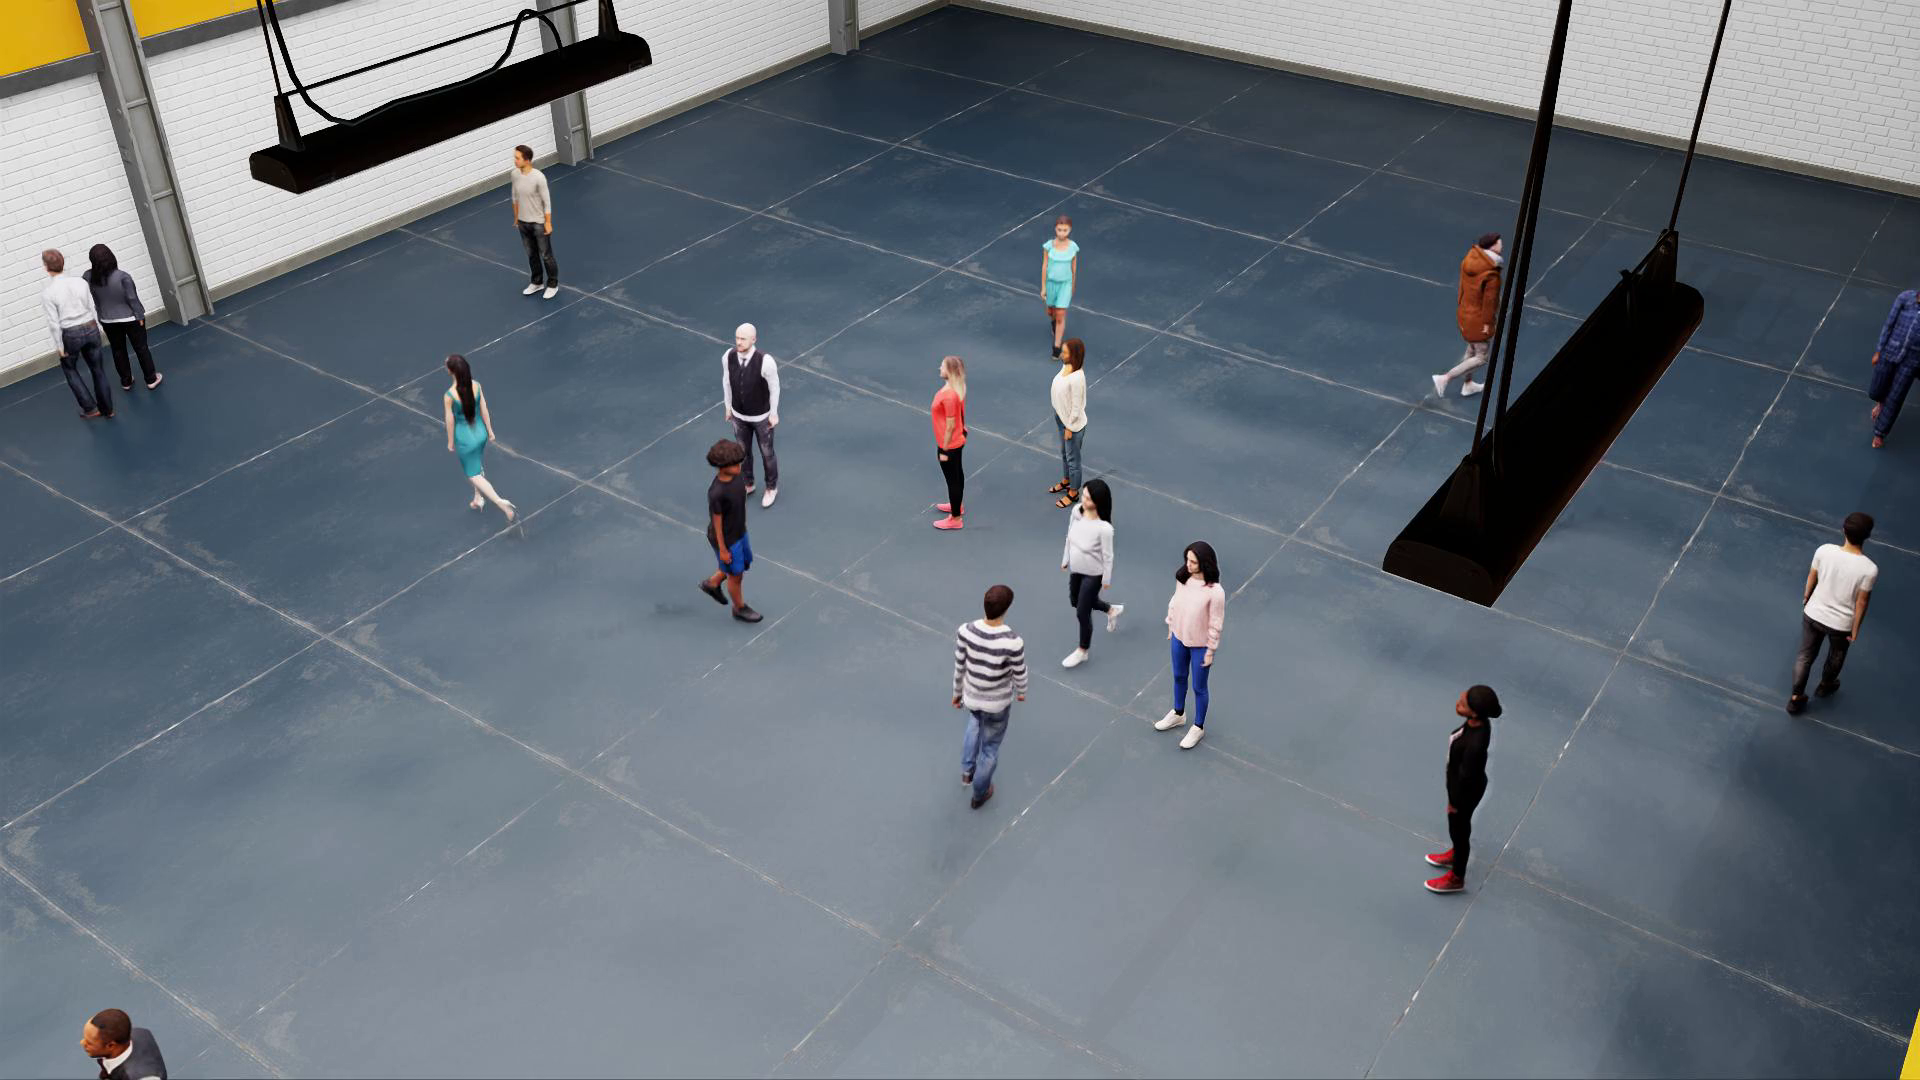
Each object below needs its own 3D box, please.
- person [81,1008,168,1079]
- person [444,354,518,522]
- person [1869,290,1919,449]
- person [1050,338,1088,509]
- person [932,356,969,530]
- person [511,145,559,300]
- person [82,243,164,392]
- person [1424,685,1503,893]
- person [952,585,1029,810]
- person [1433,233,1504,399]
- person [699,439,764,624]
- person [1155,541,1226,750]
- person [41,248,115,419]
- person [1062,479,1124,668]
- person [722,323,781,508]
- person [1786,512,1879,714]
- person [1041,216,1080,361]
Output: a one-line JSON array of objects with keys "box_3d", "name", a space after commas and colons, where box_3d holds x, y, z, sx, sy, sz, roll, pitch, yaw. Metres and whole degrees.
[{"box_3d": [-4.182, 3.112, 8.698, 0.746, 1.918, 0.775, -18, 37, -25], "name": "person"}, {"box_3d": [-4.334, -0.859, 14.909, 0.626, 1.657, 0.881, 25, 41, 32], "name": "person"}, {"box_3d": [9.191, -1.795, 16.185, 0.682, 1.802, 0.821, 23, 40, 30], "name": "person"}, {"box_3d": [1.016, -1.100, 15.250, 0.743, 1.681, 0.689, -6, 34, -9], "name": "person"}, {"box_3d": [-0.068, -0.890, 14.921, 0.731, 1.694, 0.617, 4, 34, 6], "name": "person"}, {"box_3d": [-4.851, -3.658, 18.981, 0.684, 1.810, 0.604, 15, 36, 21], "name": "person"}, {"box_3d": [-8.647, -2.298, 17.130, 0.790, 1.594, 0.834, -1, 34, -1], "name": "person"}, {"box_3d": [3.386, 1.643, 11.131, 0.710, 1.672, 0.568, 9, 35, 13], "name": "person"}, {"box_3d": [0.154, 1.169, 11.701, 0.705, 1.830, 0.712, 13, 36, 19], "name": "person"}, {"box_3d": [5.168, -2.229, 16.820, 1.108, 1.822, 1.017, -10, 35, -14], "name": "person"}, {"box_3d": [-1.971, -0.060, 13.603, 0.783, 1.772, 0.820, 12, 36, 18], "name": "person"}, {"box_3d": [1.740, 0.758, 12.375, 0.651, 1.768, 0.711, -23, 40, -31], "name": "person"}, {"box_3d": [-8.710, -2.011, 16.506, 0.752, 1.807, 0.571, 27, 42, 35], "name": "person"}, {"box_3d": [1.092, 0.220, 13.261, 0.995, 1.684, 0.809, -21, 39, -28], "name": "person"}, {"box_3d": [-1.892, -1.153, 15.201, 0.751, 1.822, 0.682, 11, 35, 16], "name": "person"}, {"box_3d": [6.600, 0.595, 12.682, 0.916, 1.699, 0.757, -28, 43, -35], "name": "person"}, {"box_3d": [1.055, -2.770, 17.892, 0.855, 1.538, 1.094, 4, 34, 7], "name": "person"}]
